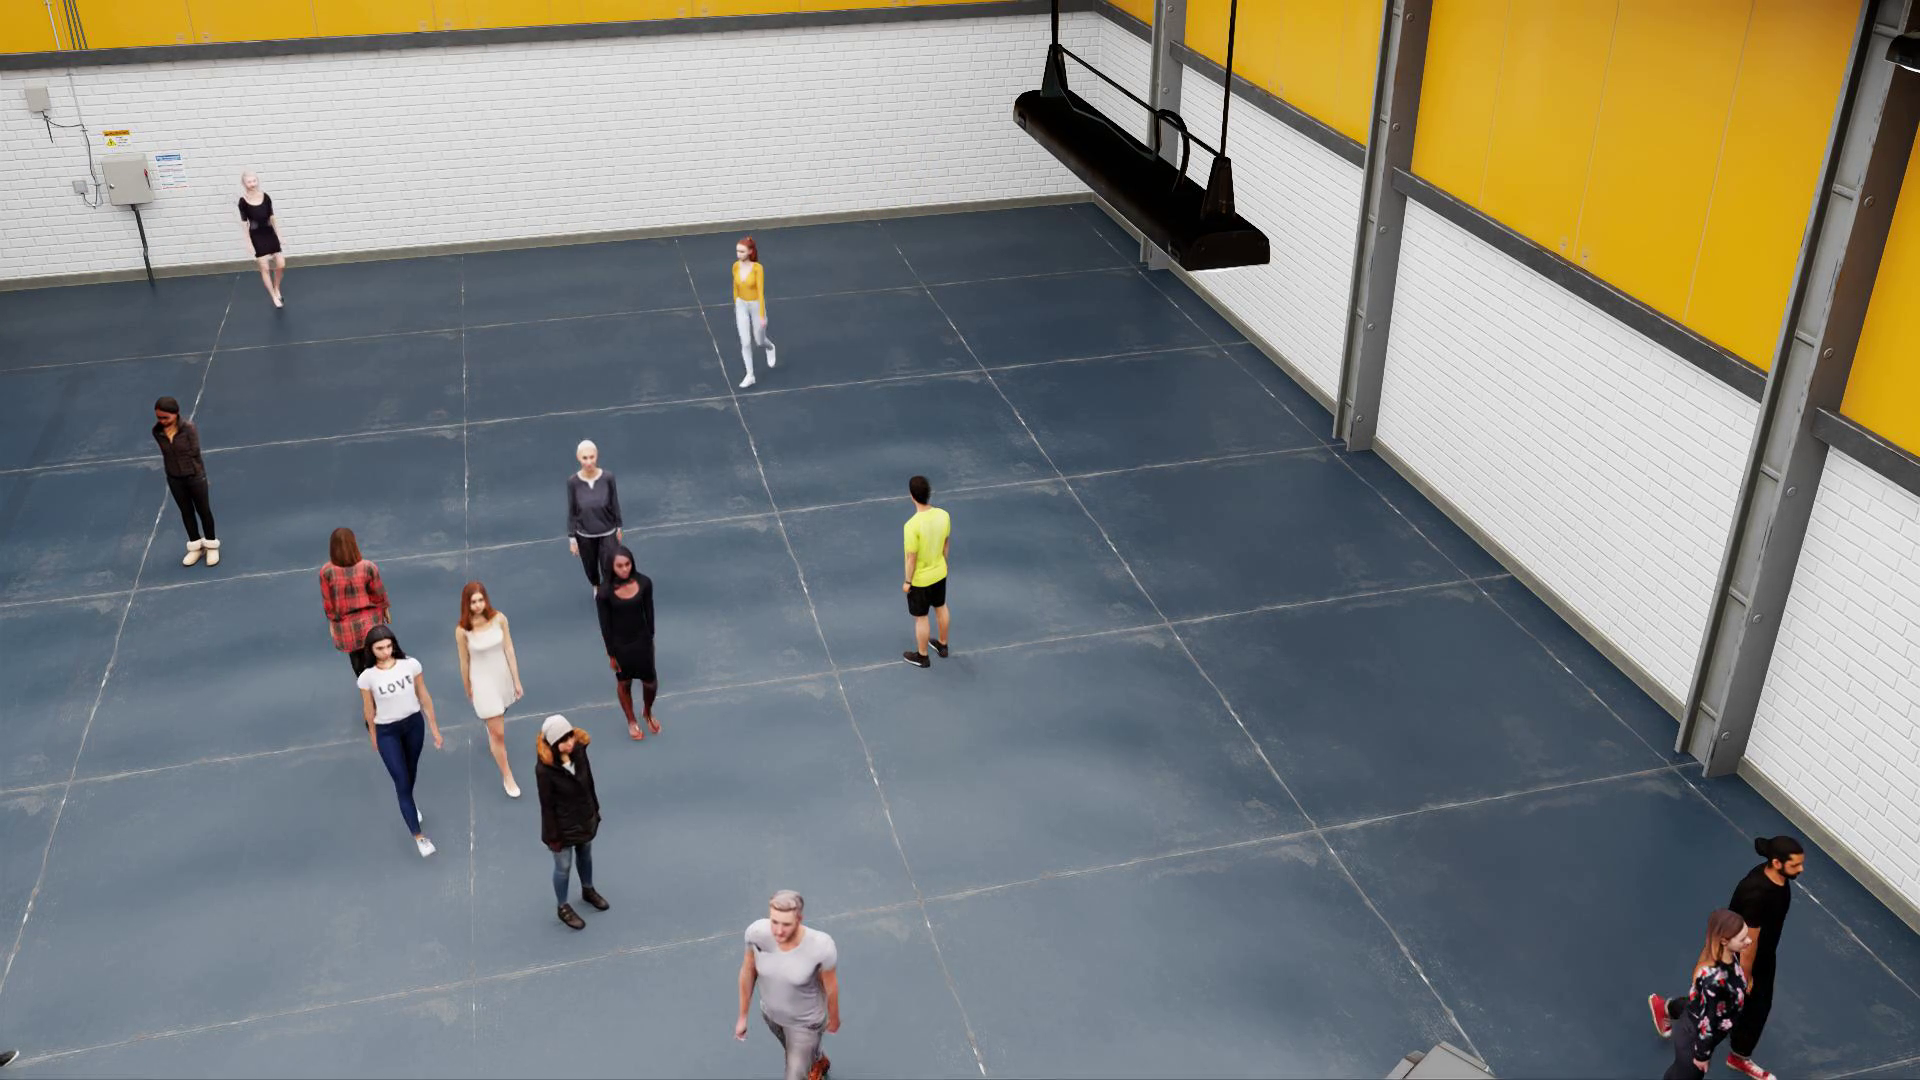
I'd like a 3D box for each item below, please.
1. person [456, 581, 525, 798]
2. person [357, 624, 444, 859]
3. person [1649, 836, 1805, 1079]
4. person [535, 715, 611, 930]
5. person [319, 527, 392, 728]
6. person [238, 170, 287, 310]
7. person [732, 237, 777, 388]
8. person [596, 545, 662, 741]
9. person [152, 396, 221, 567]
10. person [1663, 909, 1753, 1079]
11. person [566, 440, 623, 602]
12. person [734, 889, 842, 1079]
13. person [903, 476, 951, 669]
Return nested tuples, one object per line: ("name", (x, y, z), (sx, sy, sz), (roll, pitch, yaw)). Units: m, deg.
("person", (-3.533, 1.023, 12.479), (0.793, 1.674, 1.199), (-17, 33, -29))
("person", (-4.004, 1.339, 11.835), (0.881, 1.737, 1.153), (-21, 35, -34))
("person", (4.560, 2.436, 9.826), (0.908, 1.734, 1.106), (-24, 37, -37))
("person", (-2.596, 1.839, 11.027), (0.773, 1.632, 0.724), (18, 33, 30))
("person", (-4.726, 0.718, 13.035), (0.658, 1.678, 0.850), (-5, 29, -9))
("person", (-8.940, -3.836, 21.237), (0.761, 1.817, 0.726), (25, 38, 38))
("person", (-2.365, -2.645, 19.146), (0.920, 1.730, 1.057), (11, 30, 19))
("person", (-2.607, 0.770, 12.903), (0.660, 1.712, 0.657), (-15, 32, -25))
("person", (-7.182, -0.588, 15.448), (0.660, 1.659, 0.608), (-7, 29, -13))
("person", (4.138, 2.746, 9.311), (0.704, 1.682, 0.644), (16, 32, 26))
("person", (-3.191, -0.100, 14.525), (0.651, 1.687, 1.074), (-6, 29, -12))
("person", (-0.917, 2.624, 9.430), (1.155, 1.784, 1.292), (11, 30, 19))
("person", (-0.270, 0.255, 13.854), (0.692, 1.706, 0.679), (-23, 36, -36))
